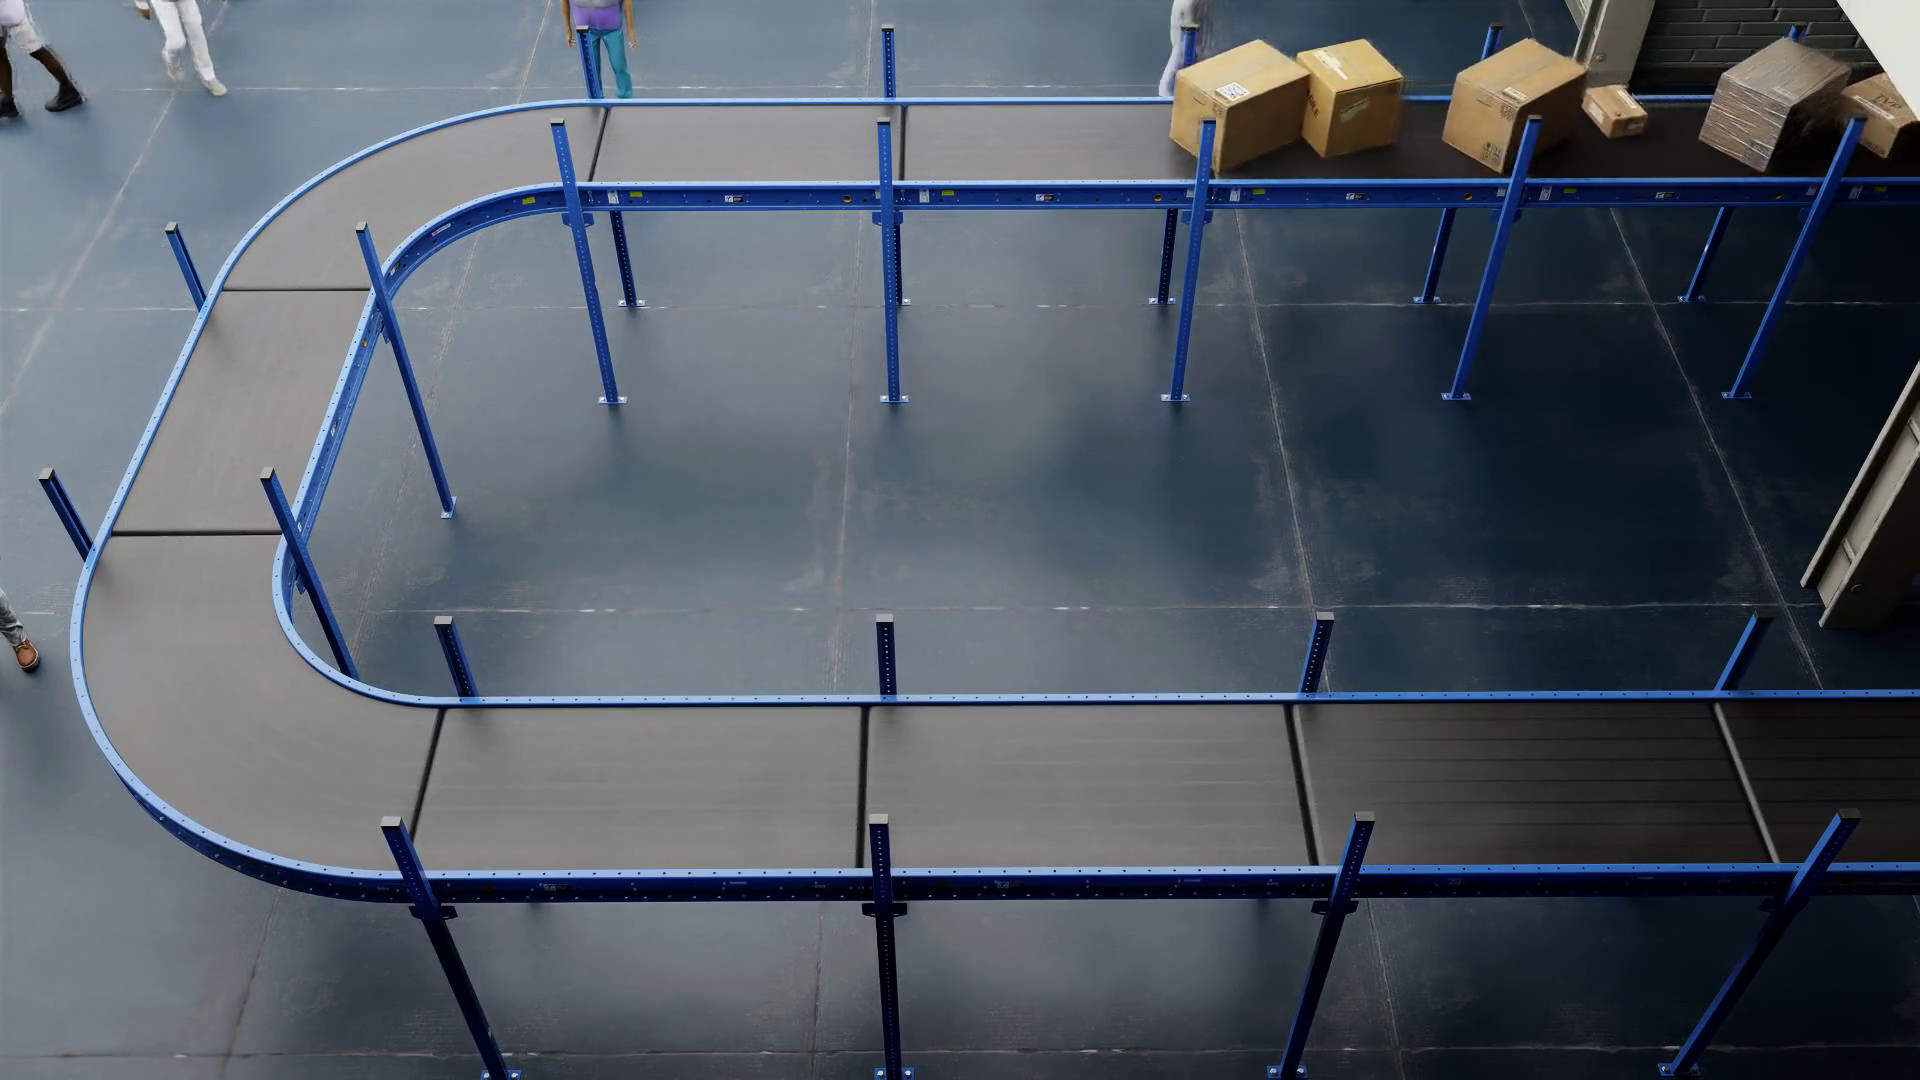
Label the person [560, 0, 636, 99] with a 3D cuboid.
[{"bbox_3d":[-2.916,-4.167,13.907,0.570,1.840,0.375,-1,47,-1],"label":"person"}]

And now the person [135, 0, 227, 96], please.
[{"bbox_3d":[-6.571,-4.557,14.258,0.472,1.871,0.583,33,55,27],"label":"person"}]

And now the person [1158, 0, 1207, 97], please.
[{"bbox_3d":[1.867,-3.917,13.666,0.728,1.856,0.508,13,48,12],"label":"person"}]

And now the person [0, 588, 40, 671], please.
[{"bbox_3d":[-5.879,0.088,9.871,0.628,1.939,0.373,-22,51,-19],"label":"person"}]

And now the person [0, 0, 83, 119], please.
[{"bbox_3d":[-7.888,-4.253,13.953,0.867,1.888,0.542,-31,54,-26],"label":"person"}]
